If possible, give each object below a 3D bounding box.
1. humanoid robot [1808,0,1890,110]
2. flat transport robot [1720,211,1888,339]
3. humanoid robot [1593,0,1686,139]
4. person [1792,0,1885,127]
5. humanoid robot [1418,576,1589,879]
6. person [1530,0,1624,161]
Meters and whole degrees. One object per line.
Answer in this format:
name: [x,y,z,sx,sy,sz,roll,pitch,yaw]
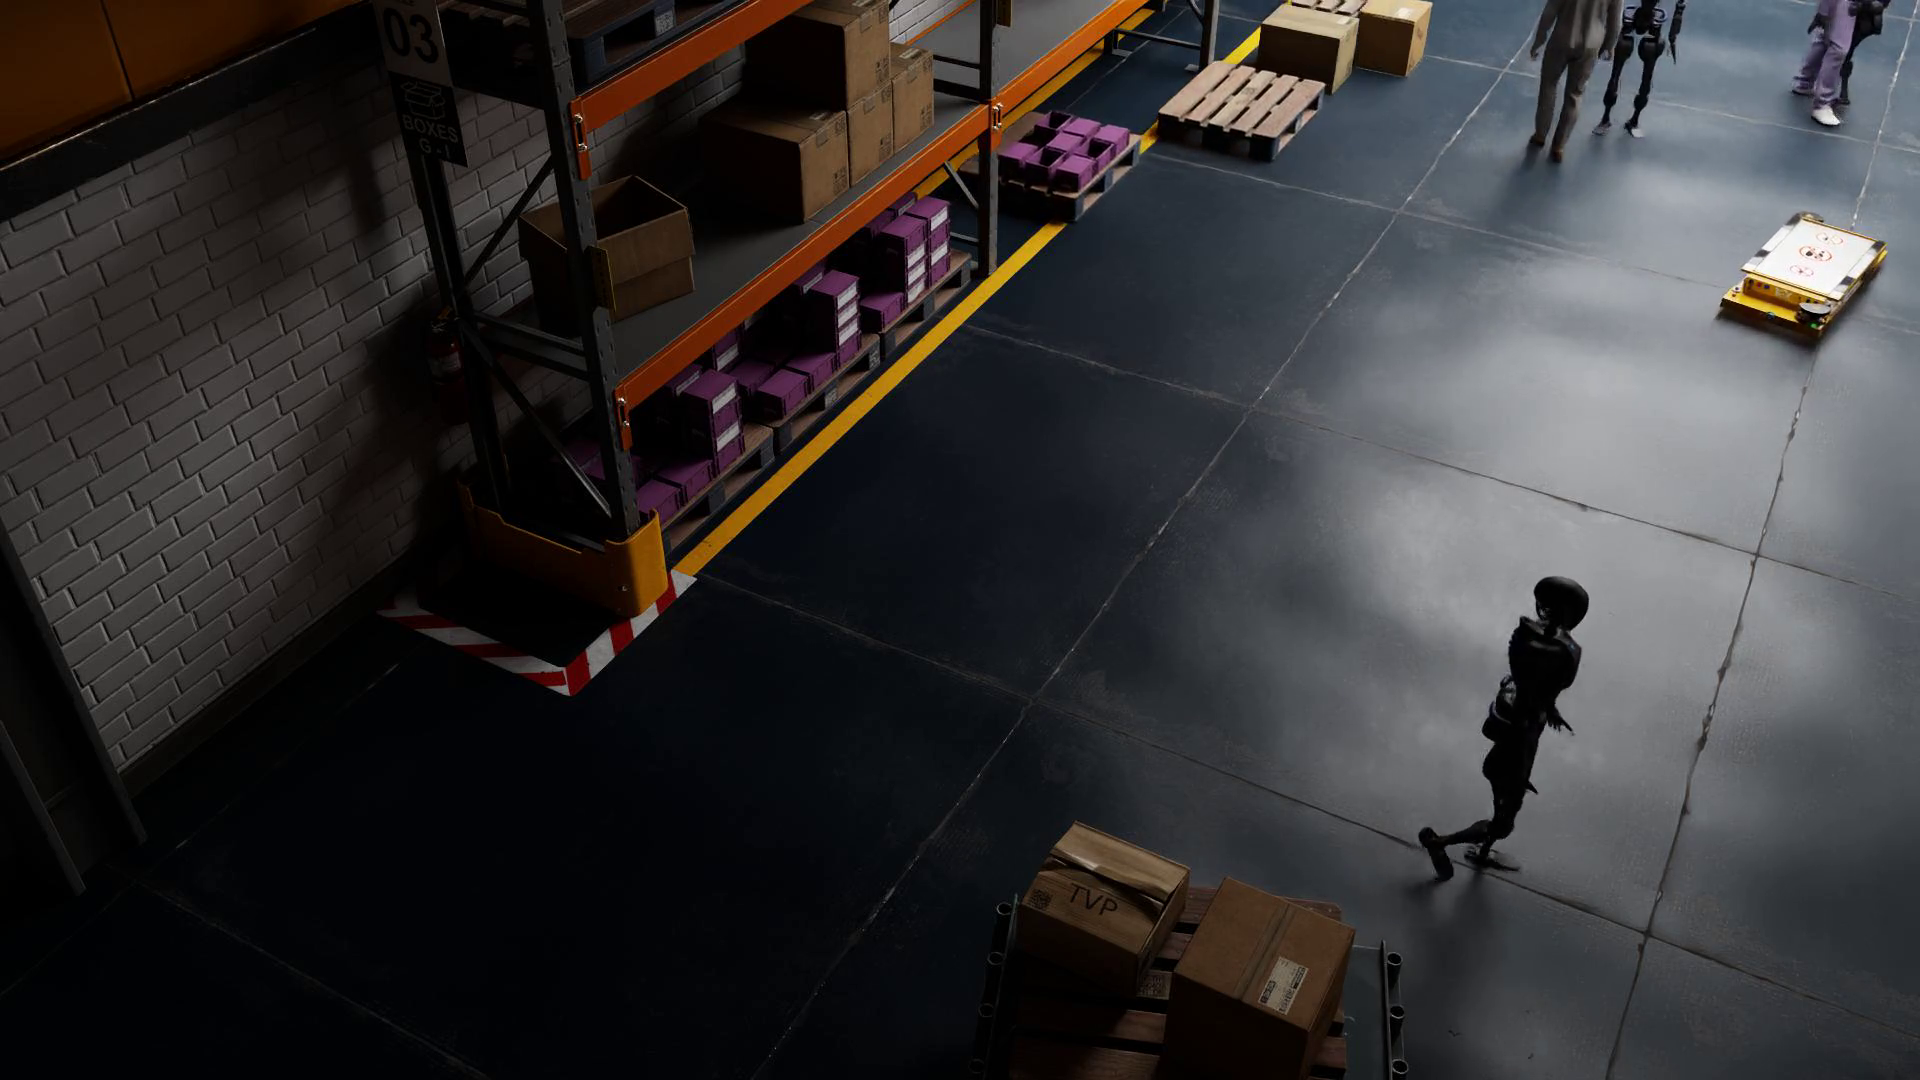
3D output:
humanoid robot: [7.205,-4.241,13.399,0.589,1.648,0.344,-4,39,-5]
flat transport robot: [5.881,-1.855,11.539,0.659,0.231,1.431,28,46,30]
humanoid robot: [5.343,-3.961,13.043,0.600,1.645,0.361,9,40,12]
person: [7.172,-4.307,13.339,0.703,1.861,0.715,-27,46,-29]
humanoid robot: [2.358,0.811,7.094,0.441,1.648,0.599,19,43,23]
person: [4.724,-3.855,12.756,0.616,1.873,0.503,10,40,13]
